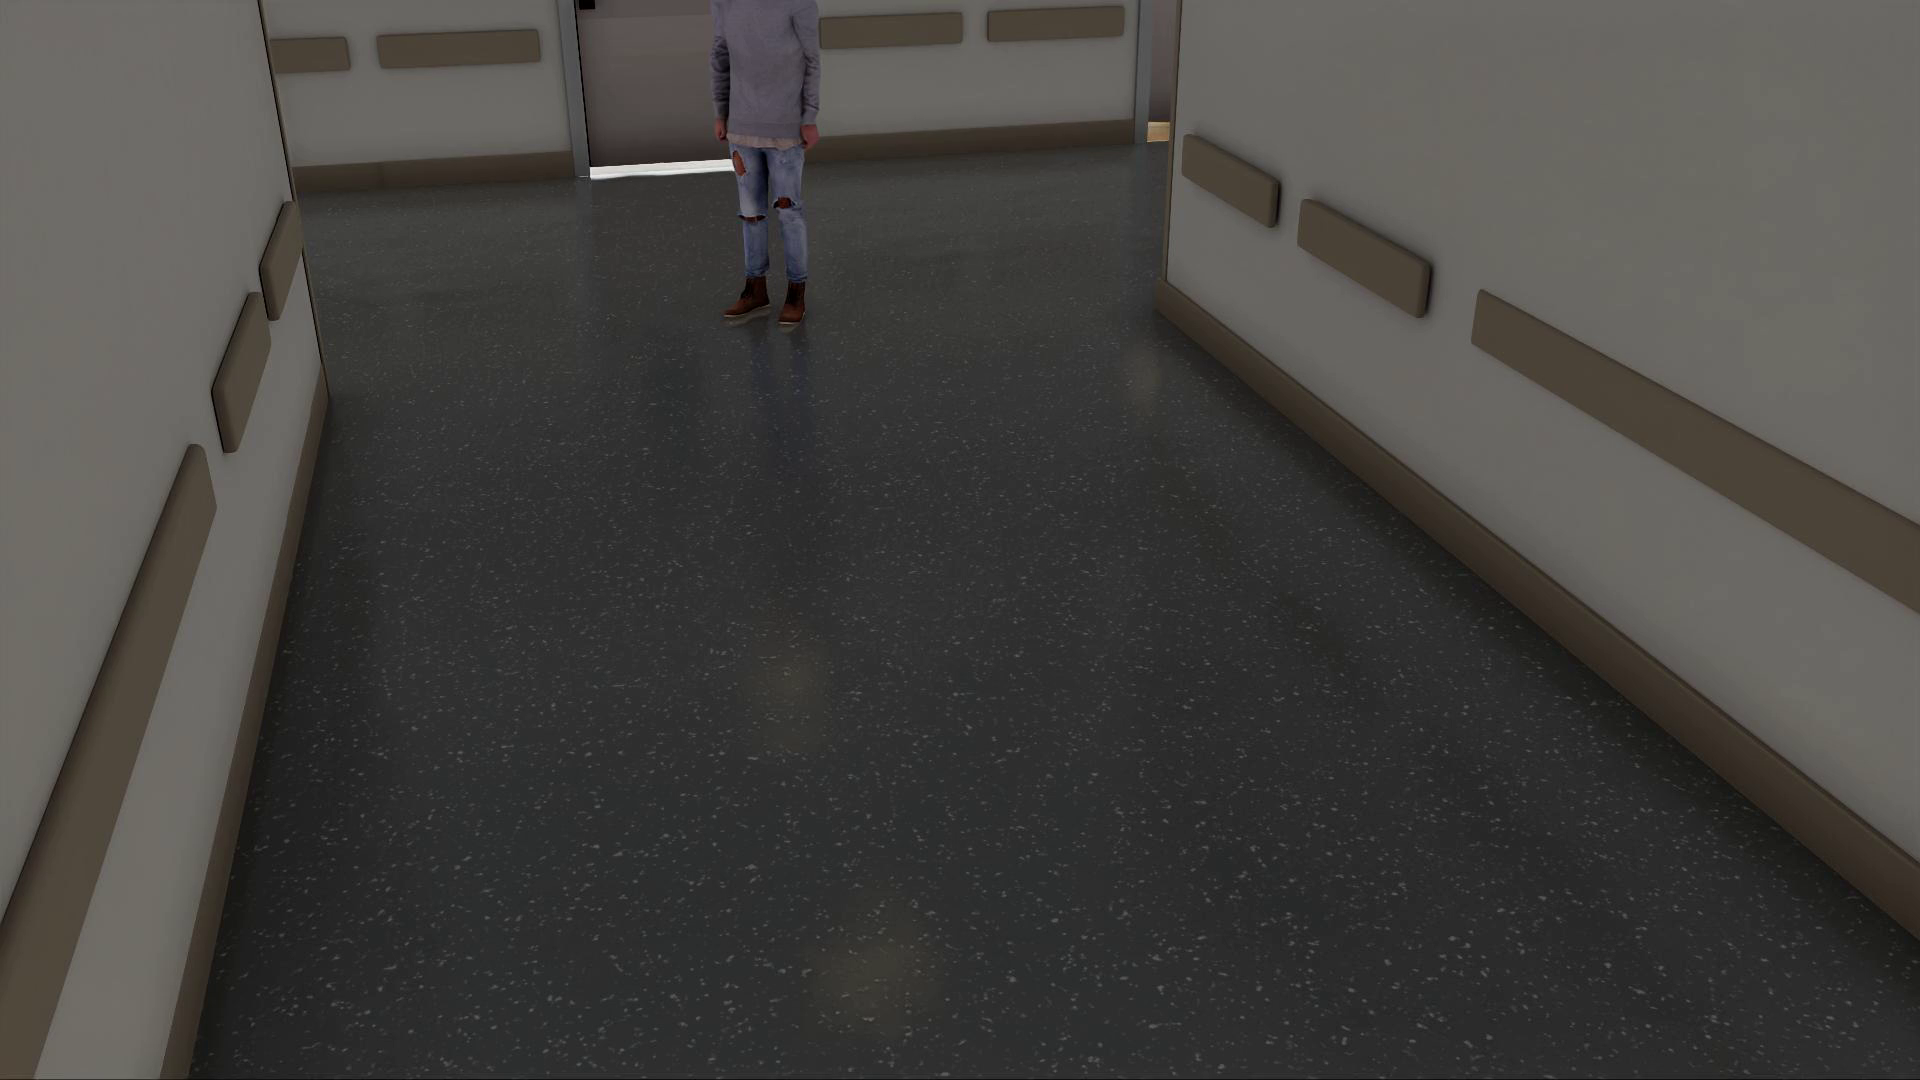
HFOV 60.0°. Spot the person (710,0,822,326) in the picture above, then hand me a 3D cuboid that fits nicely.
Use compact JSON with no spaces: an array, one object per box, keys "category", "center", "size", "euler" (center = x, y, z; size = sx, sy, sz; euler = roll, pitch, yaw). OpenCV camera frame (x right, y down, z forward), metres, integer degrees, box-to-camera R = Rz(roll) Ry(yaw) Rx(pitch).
[{"category":"person","center":[-0.878,-1.911,7.561],"size":[0.711,1.839,0.821],"euler":[9,27,18]}]
